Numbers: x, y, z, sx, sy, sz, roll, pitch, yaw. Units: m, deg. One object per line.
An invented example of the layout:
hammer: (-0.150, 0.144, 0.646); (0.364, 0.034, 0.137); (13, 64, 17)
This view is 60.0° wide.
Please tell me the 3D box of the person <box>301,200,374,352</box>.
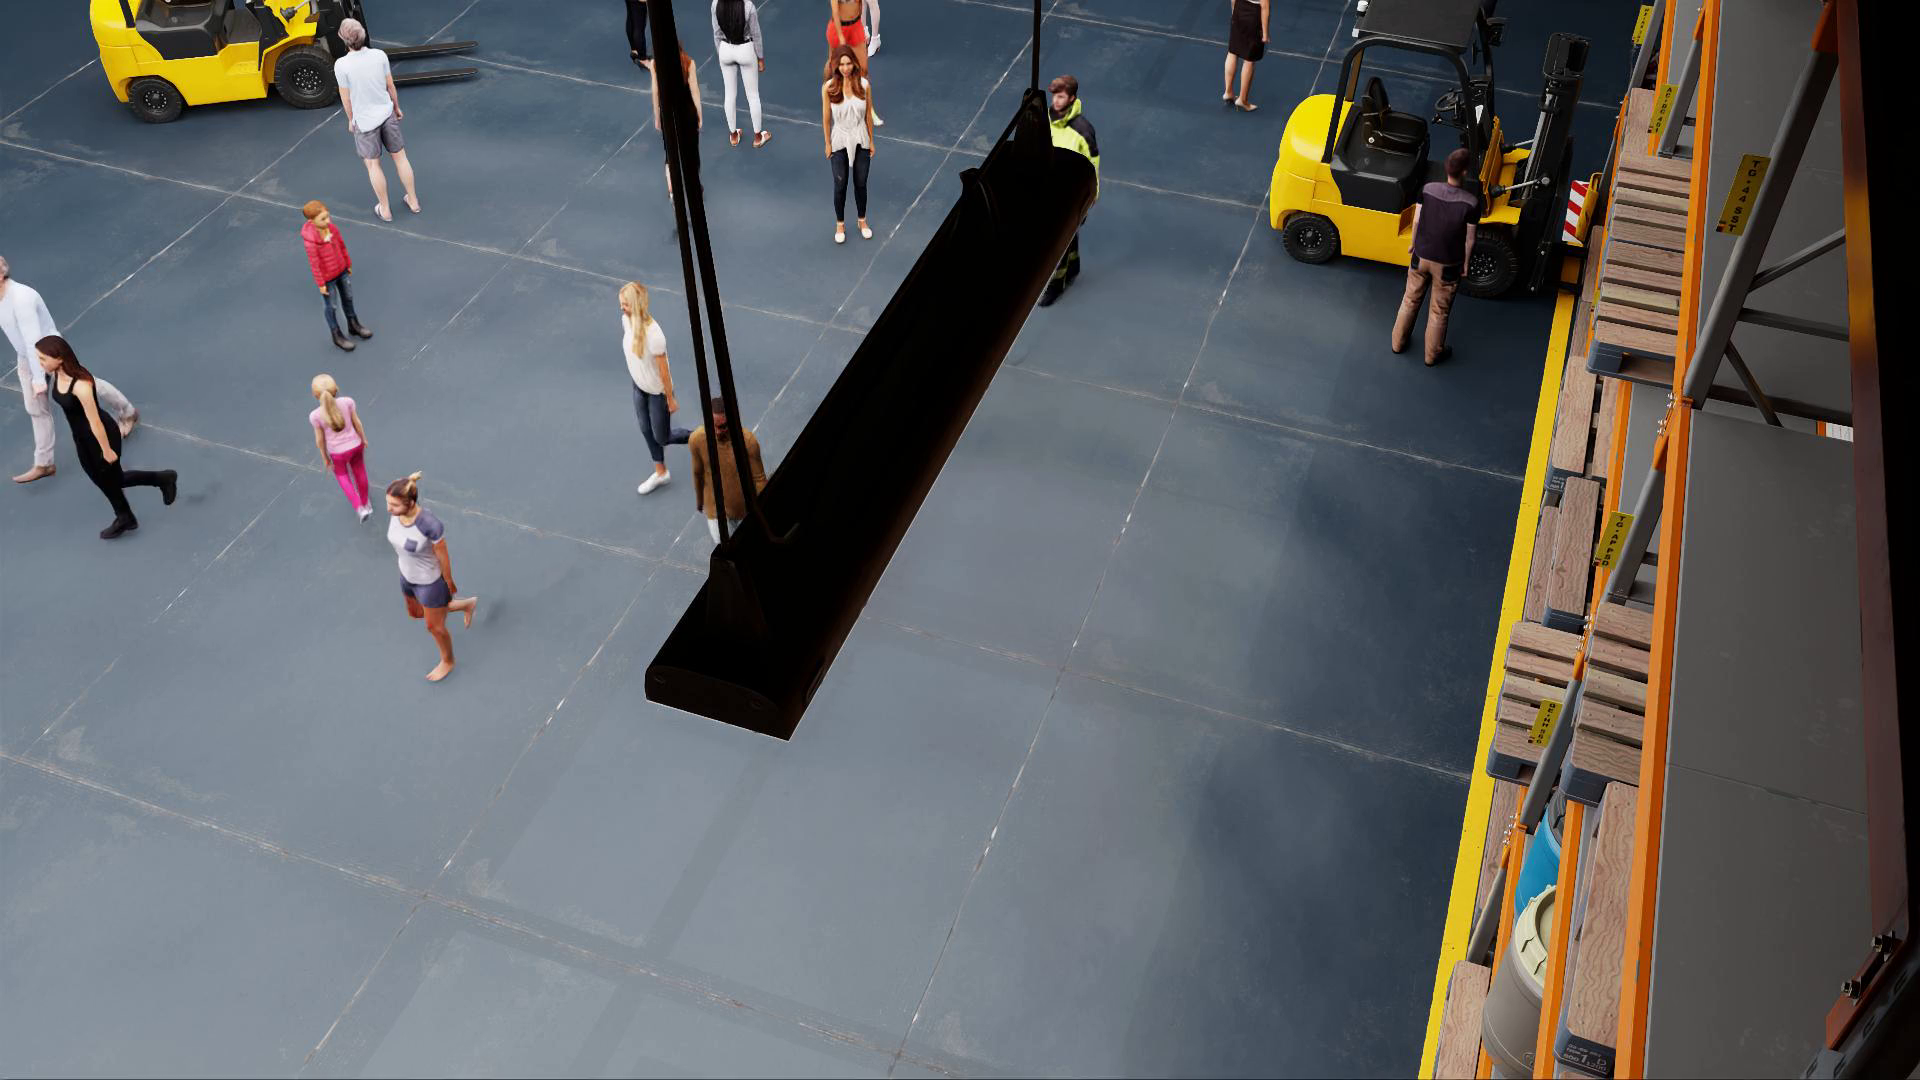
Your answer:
person: (-5.024, -2.131, 13.272); (0.606, 1.314, 0.472); (22, 48, 21)

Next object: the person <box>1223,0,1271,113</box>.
person: (2.750, -4.946, 15.909); (0.727, 1.754, 0.720); (-27, 50, -25)

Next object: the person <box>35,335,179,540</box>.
person: (-5.927, -0.739, 11.550); (0.787, 1.674, 0.963); (32, 52, 29)

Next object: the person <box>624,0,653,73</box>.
person: (-3.257, -5.493, 16.550); (0.741, 1.661, 0.678); (-17, 46, -17)

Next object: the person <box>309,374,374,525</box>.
person: (-4.327, -0.631, 11.735); (0.729, 1.262, 0.760); (-24, 49, -23)

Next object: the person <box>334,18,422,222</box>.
person: (-5.099, -3.659, 14.502); (0.669, 1.831, 0.774); (-28, 50, -26)

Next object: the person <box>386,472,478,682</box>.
person: (-3.366, 0.179, 10.635); (0.709, 1.607, 0.878); (27, 50, 26)

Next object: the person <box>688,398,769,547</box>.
person: (-1.501, -0.315, 11.025); (0.925, 1.785, 1.211); (1, 44, 1)

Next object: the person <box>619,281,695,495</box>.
person: (-2.106, -1.113, 11.856); (0.995, 1.793, 0.855); (-30, 51, -27)

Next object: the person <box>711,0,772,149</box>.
person: (-2.054, -4.475, 15.435); (0.635, 1.725, 0.570); (7, 44, 7)

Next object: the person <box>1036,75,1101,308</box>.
person: (0.911, -2.934, 13.648); (0.993, 1.959, 1.099); (32, 52, 29)

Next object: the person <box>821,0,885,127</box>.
person: (-1.143, -4.860, 15.827); (1.165, 1.741, 1.065); (-29, 51, -27)

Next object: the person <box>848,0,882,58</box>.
person: (-0.971, -5.791, 16.742); (0.684, 1.828, 0.661); (-26, 49, -24)

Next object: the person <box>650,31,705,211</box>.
person: (-2.480, -3.650, 14.585); (0.755, 1.703, 0.991); (1, 44, 2)

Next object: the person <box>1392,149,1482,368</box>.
person: (3.723, -2.212, 12.976); (0.752, 1.841, 0.706); (29, 51, 27)

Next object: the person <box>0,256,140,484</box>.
person: (-6.550, -1.350, 12.076); (0.813, 1.834, 1.309); (20, 47, 20)

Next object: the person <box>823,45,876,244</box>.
person: (-0.952, -3.403, 14.267); (0.668, 1.785, 0.693); (-10, 44, -10)
